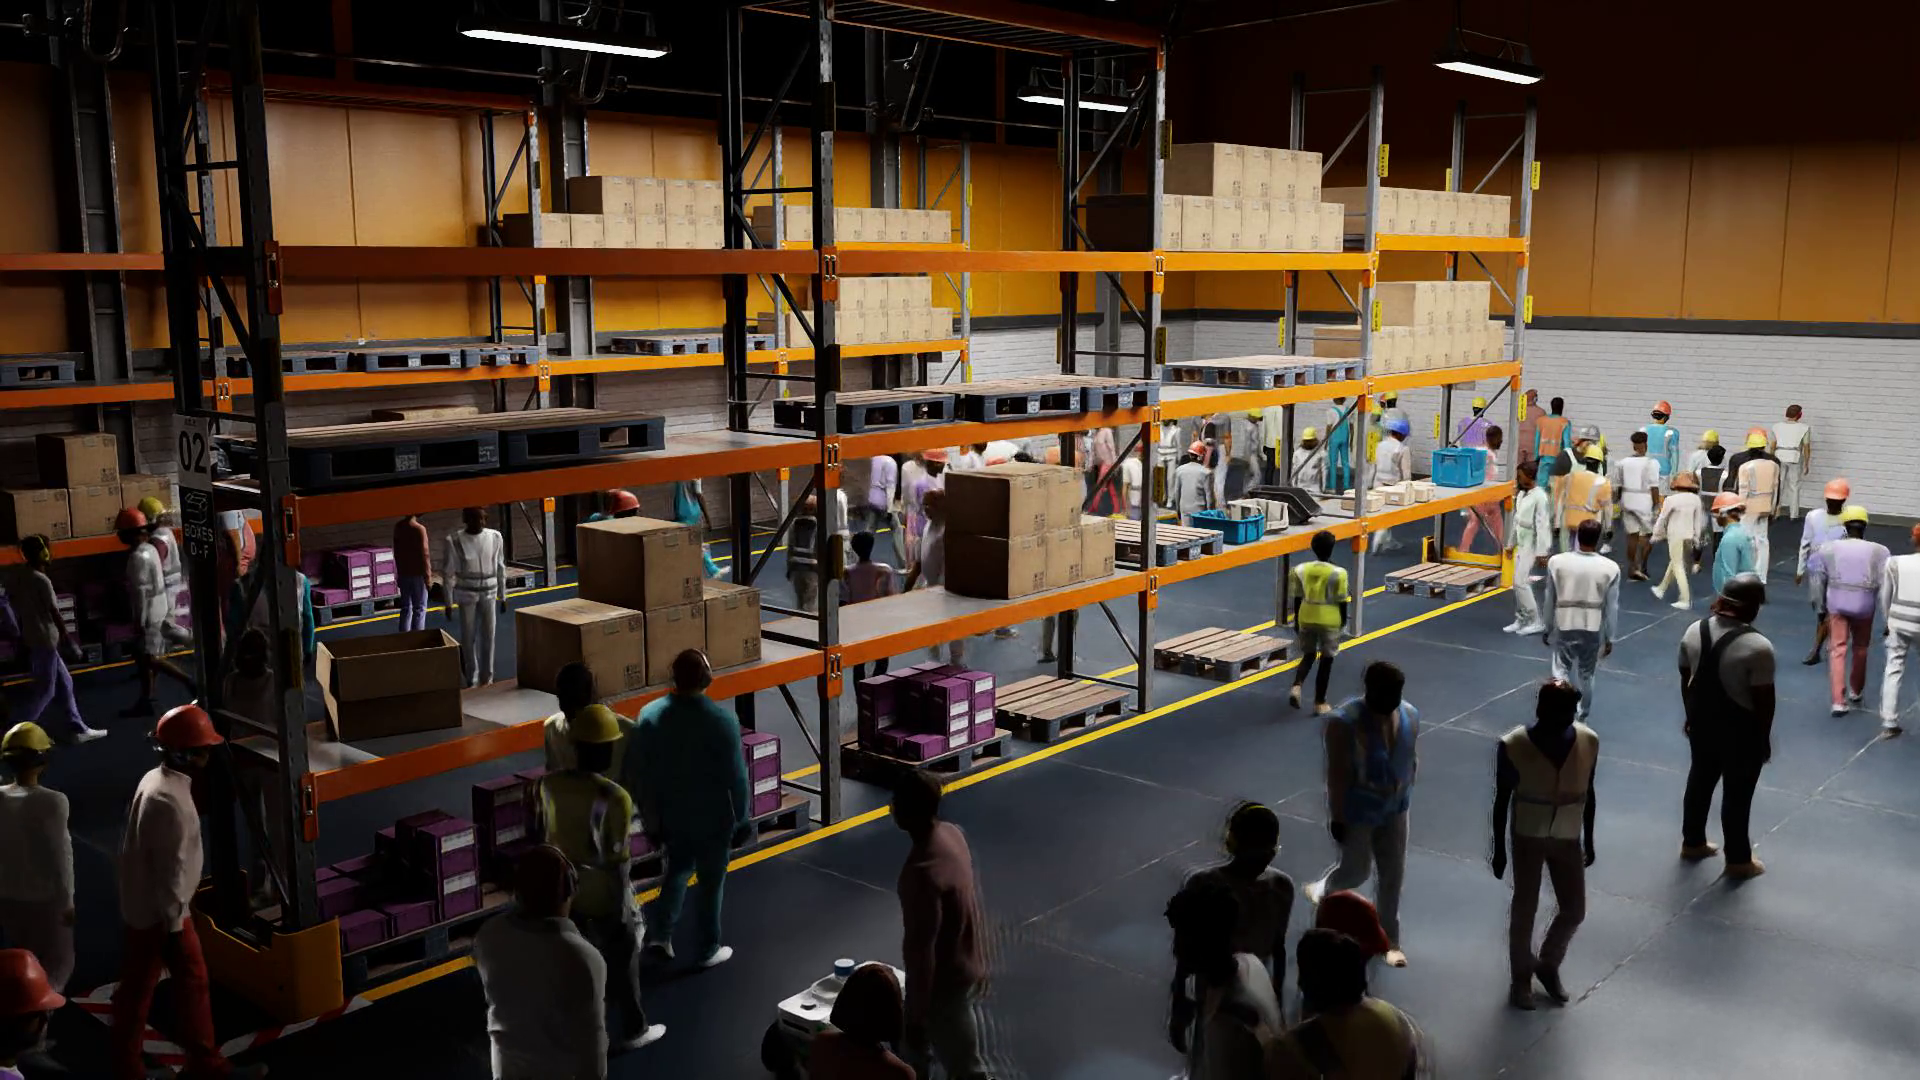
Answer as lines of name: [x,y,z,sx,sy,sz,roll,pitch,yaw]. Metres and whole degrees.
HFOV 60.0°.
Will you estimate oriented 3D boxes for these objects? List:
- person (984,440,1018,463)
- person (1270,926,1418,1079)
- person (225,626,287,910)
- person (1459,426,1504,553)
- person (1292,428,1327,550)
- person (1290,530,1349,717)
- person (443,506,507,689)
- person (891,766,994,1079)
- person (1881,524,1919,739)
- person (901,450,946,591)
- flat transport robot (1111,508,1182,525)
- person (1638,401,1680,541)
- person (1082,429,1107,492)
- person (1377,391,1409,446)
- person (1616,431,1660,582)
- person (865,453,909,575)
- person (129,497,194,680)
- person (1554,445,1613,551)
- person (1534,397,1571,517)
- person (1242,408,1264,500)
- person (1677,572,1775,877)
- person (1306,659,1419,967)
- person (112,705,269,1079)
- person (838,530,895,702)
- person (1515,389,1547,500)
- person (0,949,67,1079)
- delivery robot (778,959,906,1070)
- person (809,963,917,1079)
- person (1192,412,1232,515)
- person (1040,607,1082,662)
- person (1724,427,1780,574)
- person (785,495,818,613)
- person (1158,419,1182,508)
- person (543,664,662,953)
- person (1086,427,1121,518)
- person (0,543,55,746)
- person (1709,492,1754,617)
person: [0.515,-0.720,23.070,0.657,1.869,0.897,2,10,10]
person: [1.354,2.234,5.705,0.621,1.807,0.902,-9,13,-42]
person: [-4.356,1.429,10.348,0.515,1.843,0.329,2,10,9]
person: [7.157,-0.585,22.272,0.957,1.869,0.598,4,10,23]
person: [4.921,-0.727,23.565,0.497,1.717,0.588,4,10,25]
person: [3.209,0.750,14.848,0.533,1.687,0.397,8,13,40]
person: [-4.510,0.548,15.503,0.605,1.879,0.533,-7,12,-36]
person: [-0.061,1.938,7.275,0.887,1.898,0.682,1,10,9]
person: [8.250,0.762,14.320,0.921,1.841,0.577,-9,13,-42]
person: [-0.469,-0.307,20.358,0.613,1.959,0.732,2,10,13]
flat transport robot: [2.859,-0.312,25.423,1.431,0.197,0.652,-9,13,-43]
person: [10.193,-1.011,24.315,0.615,2.040,0.391,8,12,40]
person: [2.277,-1.623,29.135,0.533,1.650,0.851,7,12,36]
person: [7.306,-1.600,28.238,0.645,1.899,0.491,-3,10,-18]
person: [8.631,-0.417,21.102,0.424,1.925,0.677,-7,12,-35]
person: [-0.973,-0.465,21.606,0.744,1.867,0.646,-6,11,-32]
person: [-7.700,0.471,16.196,0.784,1.805,0.603,-4,10,-24]
person: [7.455,-0.181,19.796,0.745,1.888,0.597,-7,12,-36]
person: [9.463,-1.329,26.588,0.374,1.916,0.596,-8,12,-40]
person: [4.832,-1.371,27.383,0.397,1.719,0.504,3,10,17]
person: [5.160,1.204,11.099,0.536,2.000,0.687,-4,10,-23]
person: [2.370,1.544,9.755,0.636,1.815,0.671,-3,10,-19]
person: [-3.802,1.771,8.043,0.689,1.959,0.616,-7,12,-36]
person: [-0.847,0.759,14.828,0.541,1.674,0.480,1,10,5]
person: [9.702,-1.622,28.373,0.652,1.906,0.403,8,12,40]
person: [-2.987,2.231,5.281,0.552,1.933,0.368,8,12,40]
delivery robot: [-0.579,2.354,8.377,0.477,0.478,0.707,8,12,39]
person: [-0.318,2.282,5.874,0.507,1.631,0.277,8,12,40]
person: [4.104,-1.421,26.766,0.688,2.000,0.536,8,12,40]
person: [1.036,0.445,16.876,0.517,1.620,0.518,-4,10,-24]
person: [10.088,-0.459,21.227,0.609,1.966,0.708,7,12,35]
person: [-1.584,0.332,17.606,0.539,1.603,0.601,5,11,29]
person: [3.409,-1.342,27.534,0.549,1.622,0.349,3,10,18]
person: [-2.038,1.582,9.429,0.659,1.851,1.027,3,10,20]
person: [2.212,-1.182,26.293,0.844,1.702,0.538,-4,10,-23]
person: [-8.107,0.803,13.688,1.085,1.988,0.637,0,10,-1]
person: [7.047,0.546,15.285,0.451,1.968,0.624,7,12,36]
